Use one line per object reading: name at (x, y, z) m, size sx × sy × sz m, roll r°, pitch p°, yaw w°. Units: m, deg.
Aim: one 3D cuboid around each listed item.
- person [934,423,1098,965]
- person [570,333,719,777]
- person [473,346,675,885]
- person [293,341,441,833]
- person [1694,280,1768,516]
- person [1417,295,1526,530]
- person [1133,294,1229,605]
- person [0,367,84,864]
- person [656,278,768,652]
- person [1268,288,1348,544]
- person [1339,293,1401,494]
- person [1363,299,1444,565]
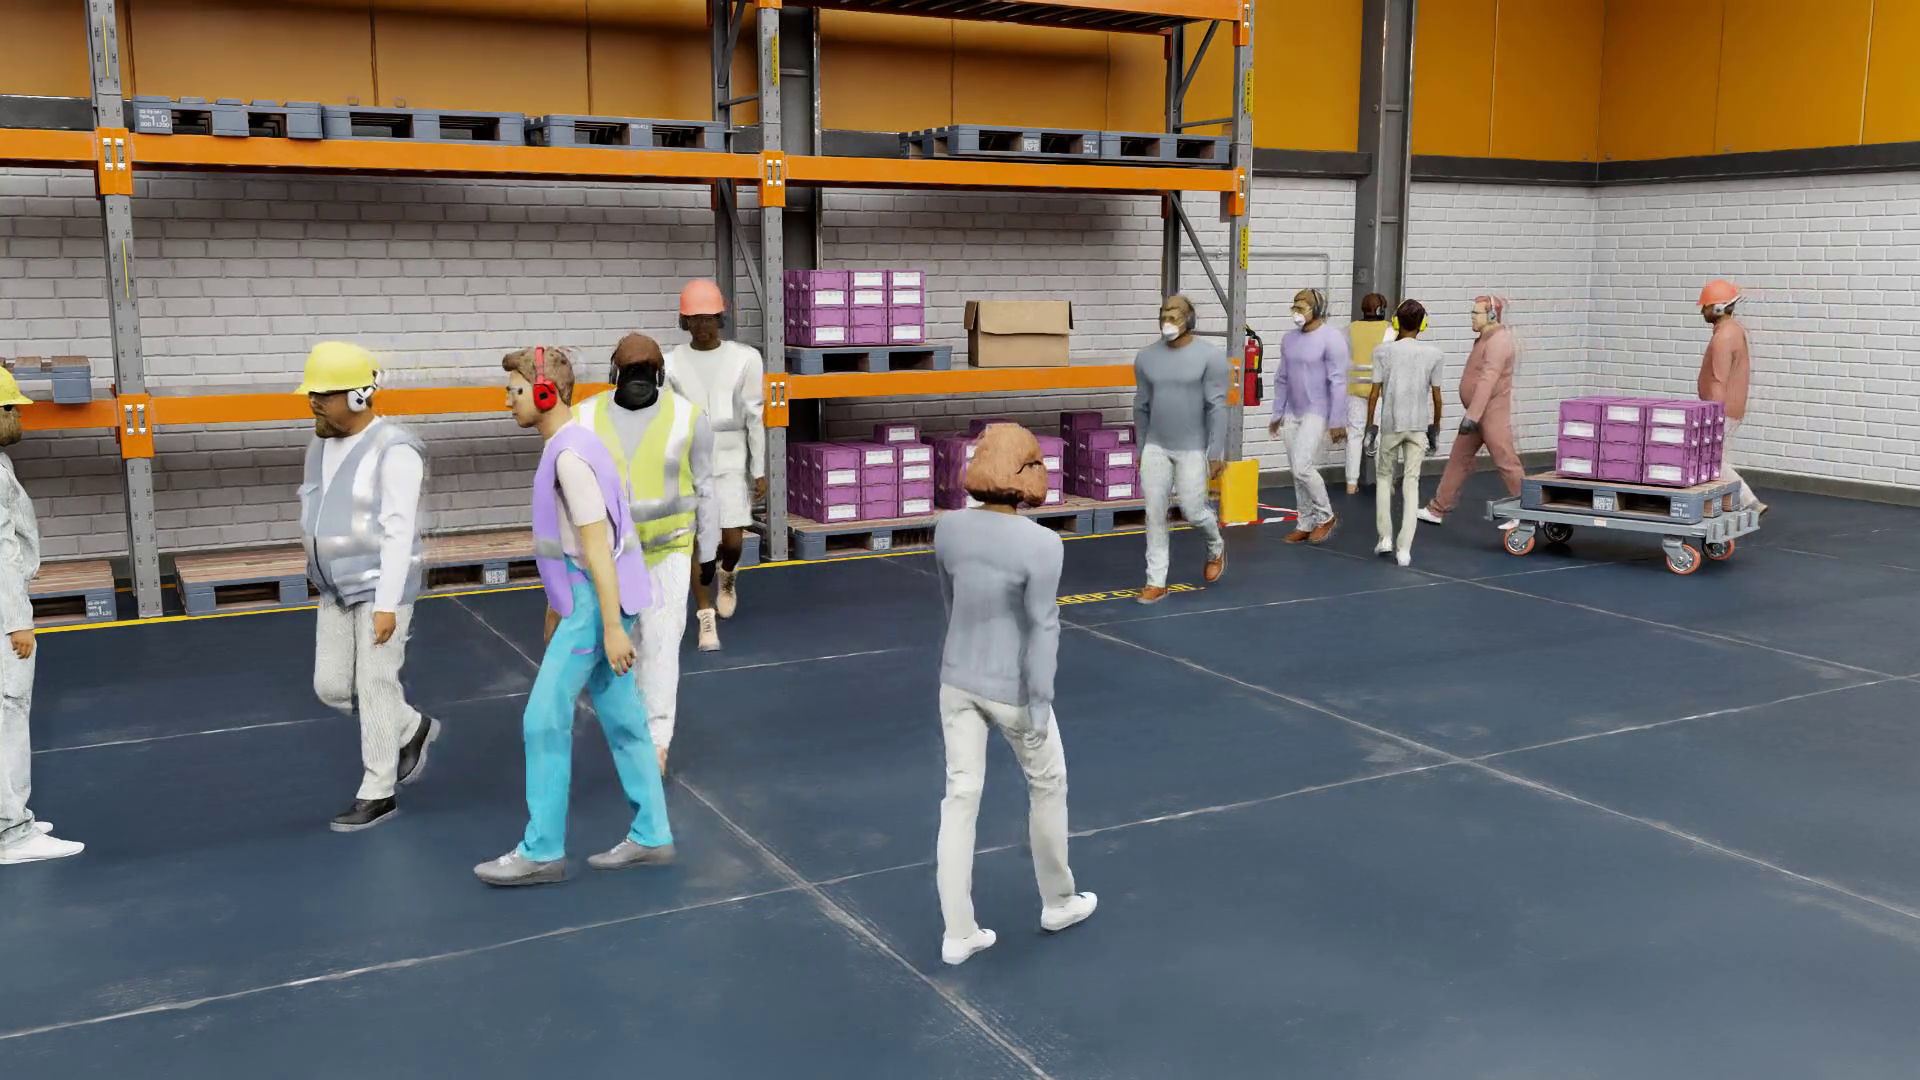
person at (0.169, 0.445, 5.074) m, size 0.503 × 1.604 × 0.723 m, roll 7°, pitch 11°, yaw 36°
person at (-1.335, 0.068, 6.806) m, size 0.645 × 1.792 × 0.932 m, roll 0°, pitch 9°, yaw 2°
person at (-1.347, 0.261, 5.593) m, size 0.786 × 1.801 × 0.601 m, roll -2°, pitch 9°, yaw -11°
person at (-2.182, 0.162, 6.207) m, size 0.589 × 1.810 × 0.537 m, roll 6°, pitch 11°, yaw 31°
person at (5.821, -0.985, 12.674) m, size 0.529 × 1.976 × 0.641 m, roll 6°, pitch 11°, yaw 32°
person at (4.110, -0.994, 13.120) m, size 1.027 × 1.851 × 0.646 m, roll 1°, pitch 9°, yaw 6°
person at (1.398, -0.574, 10.381) m, size 0.632 × 1.921 × 0.740 m, roll 6°, pitch 11°, yaw 32°
person at (-3.351, 0.255, 5.828) m, size 0.294 × 1.744 × 0.484 m, roll -9°, pitch 13°, yaw -44°
person at (-1.368, -0.427, 9.151) m, size 0.622 × 2.022 × 0.698 m, roll -1°, pitch 9°, yaw -8°
person at (2.562, -0.900, 12.345) m, size 0.443 × 1.924 × 0.637 m, roll -4°, pitch 10°, yaw -25°
person at (3.739, -1.323, 15.166) m, size 0.624 × 1.839 × 0.430 m, roll 5°, pitch 10°, yaw 26°
person at (3.111, -0.767, 11.742) m, size 0.522 × 1.844 × 0.639 m, roll 2°, pitch 9°, yaw 11°
